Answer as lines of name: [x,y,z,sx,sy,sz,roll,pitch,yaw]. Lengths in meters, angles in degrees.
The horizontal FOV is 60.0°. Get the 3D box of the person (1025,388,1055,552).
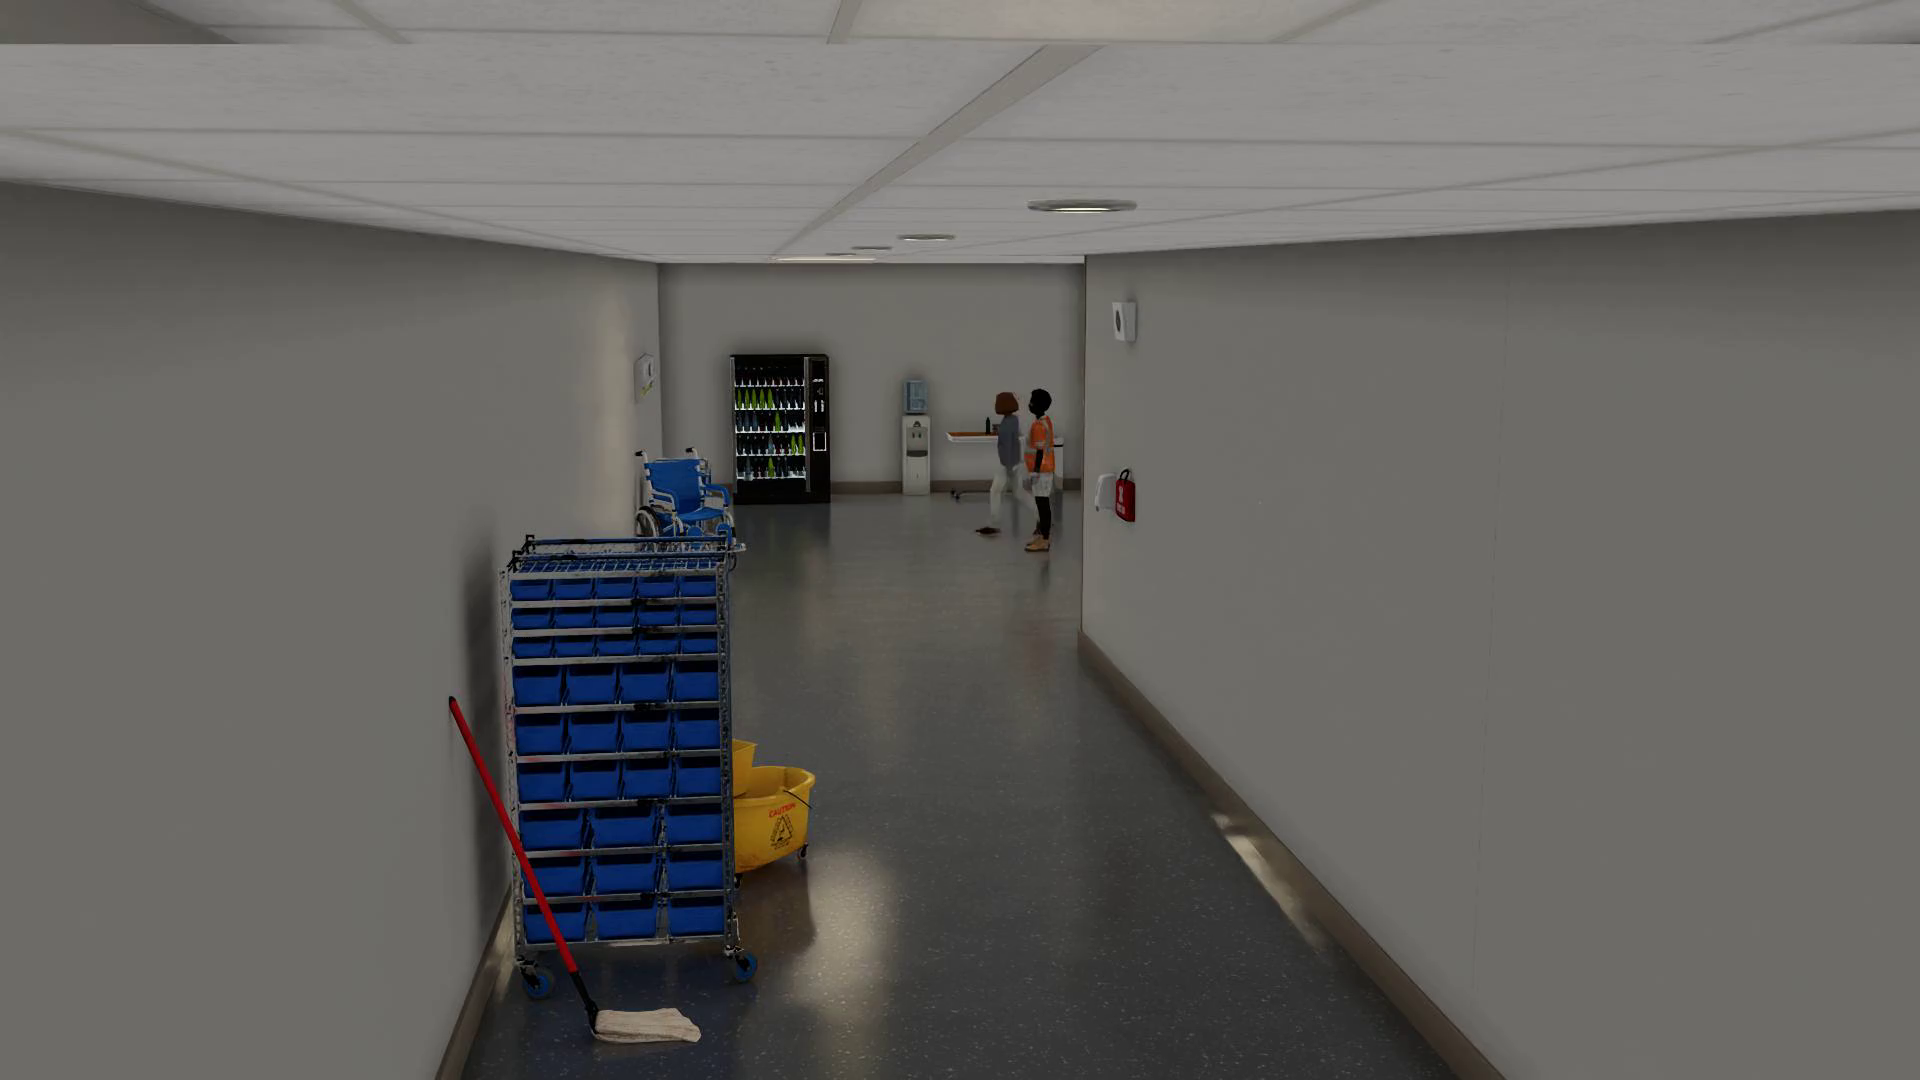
person: [0.832,-0.729,17.335,0.318,1.698,0.535,1,9,8]

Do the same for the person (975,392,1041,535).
person: [0.606,-0.839,18.341,0.806,1.600,0.508,3,10,18]
